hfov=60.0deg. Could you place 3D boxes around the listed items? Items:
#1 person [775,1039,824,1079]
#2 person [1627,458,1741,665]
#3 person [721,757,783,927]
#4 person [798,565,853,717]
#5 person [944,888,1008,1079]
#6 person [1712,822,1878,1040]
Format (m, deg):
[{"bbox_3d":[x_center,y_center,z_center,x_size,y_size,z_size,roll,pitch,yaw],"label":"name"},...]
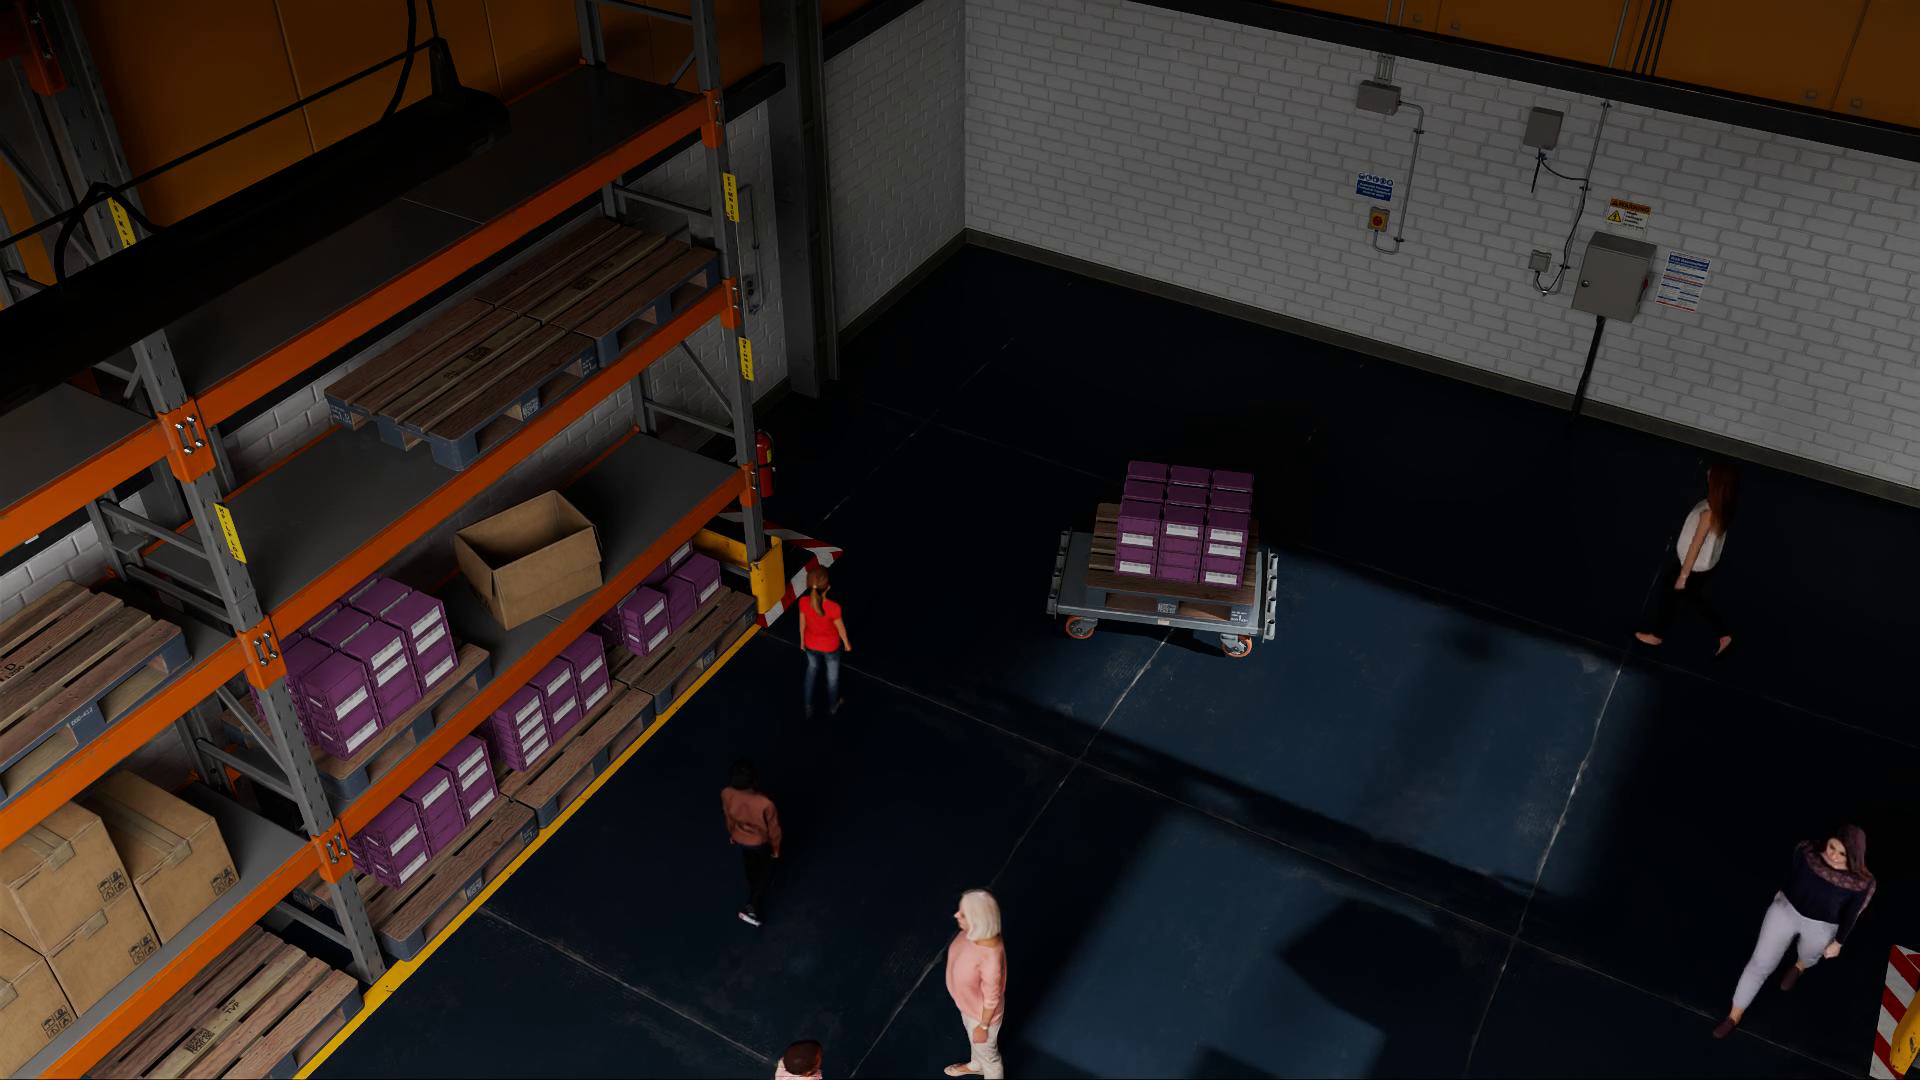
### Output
[{"bbox_3d":[-0.856,3.007,8.475,0.507,1.273,0.904,23,44,26],"label":"person"},{"bbox_3d":[5.243,0.201,11.645,0.969,1.702,0.812,-32,48,-33],"label":"person"},{"bbox_3d":[-1.269,1.815,9.988,0.598,1.247,0.769,13,40,15],"label":"person"},{"bbox_3d":[-0.950,0.730,11.300,0.528,1.306,0.578,14,41,17],"label":"person"},{"bbox_3d":[0.105,2.430,8.836,0.731,1.725,0.671,-10,40,-12],"label":"person"},{"bbox_3d":[4.793,2.128,9.346,1.172,1.560,0.843,-28,46,-30],"label":"person"}]
